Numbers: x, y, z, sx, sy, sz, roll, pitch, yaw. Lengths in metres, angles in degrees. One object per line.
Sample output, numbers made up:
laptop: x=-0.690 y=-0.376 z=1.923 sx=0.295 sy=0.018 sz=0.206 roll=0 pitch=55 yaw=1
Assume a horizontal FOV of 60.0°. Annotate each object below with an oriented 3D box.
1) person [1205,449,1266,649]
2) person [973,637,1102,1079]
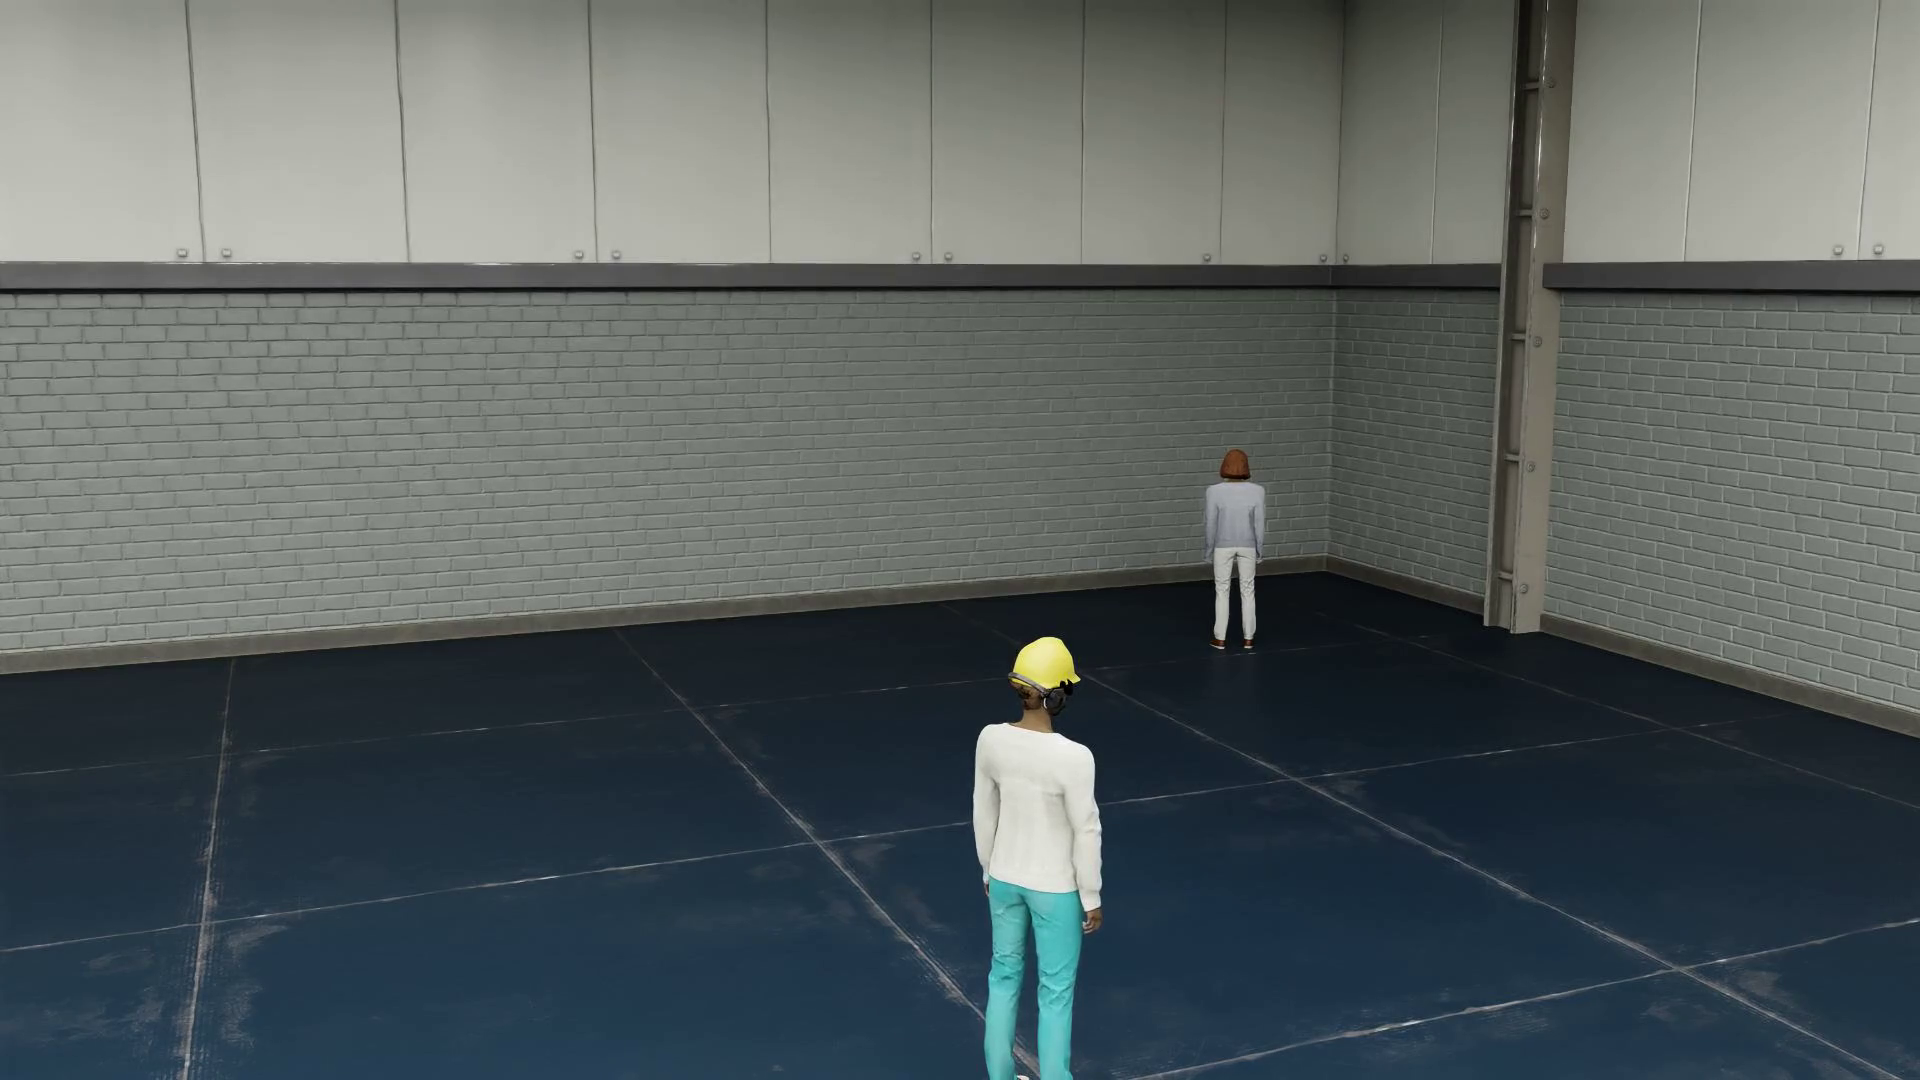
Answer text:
person: x=2.228 y=0.077 z=13.507 sx=0.499 sy=1.633 sz=0.286 roll=0 pitch=9 yaw=-1
person: x=0.288 y=1.216 z=5.941 sx=0.533 sy=1.768 sz=0.310 roll=7 pitch=12 yaw=39
